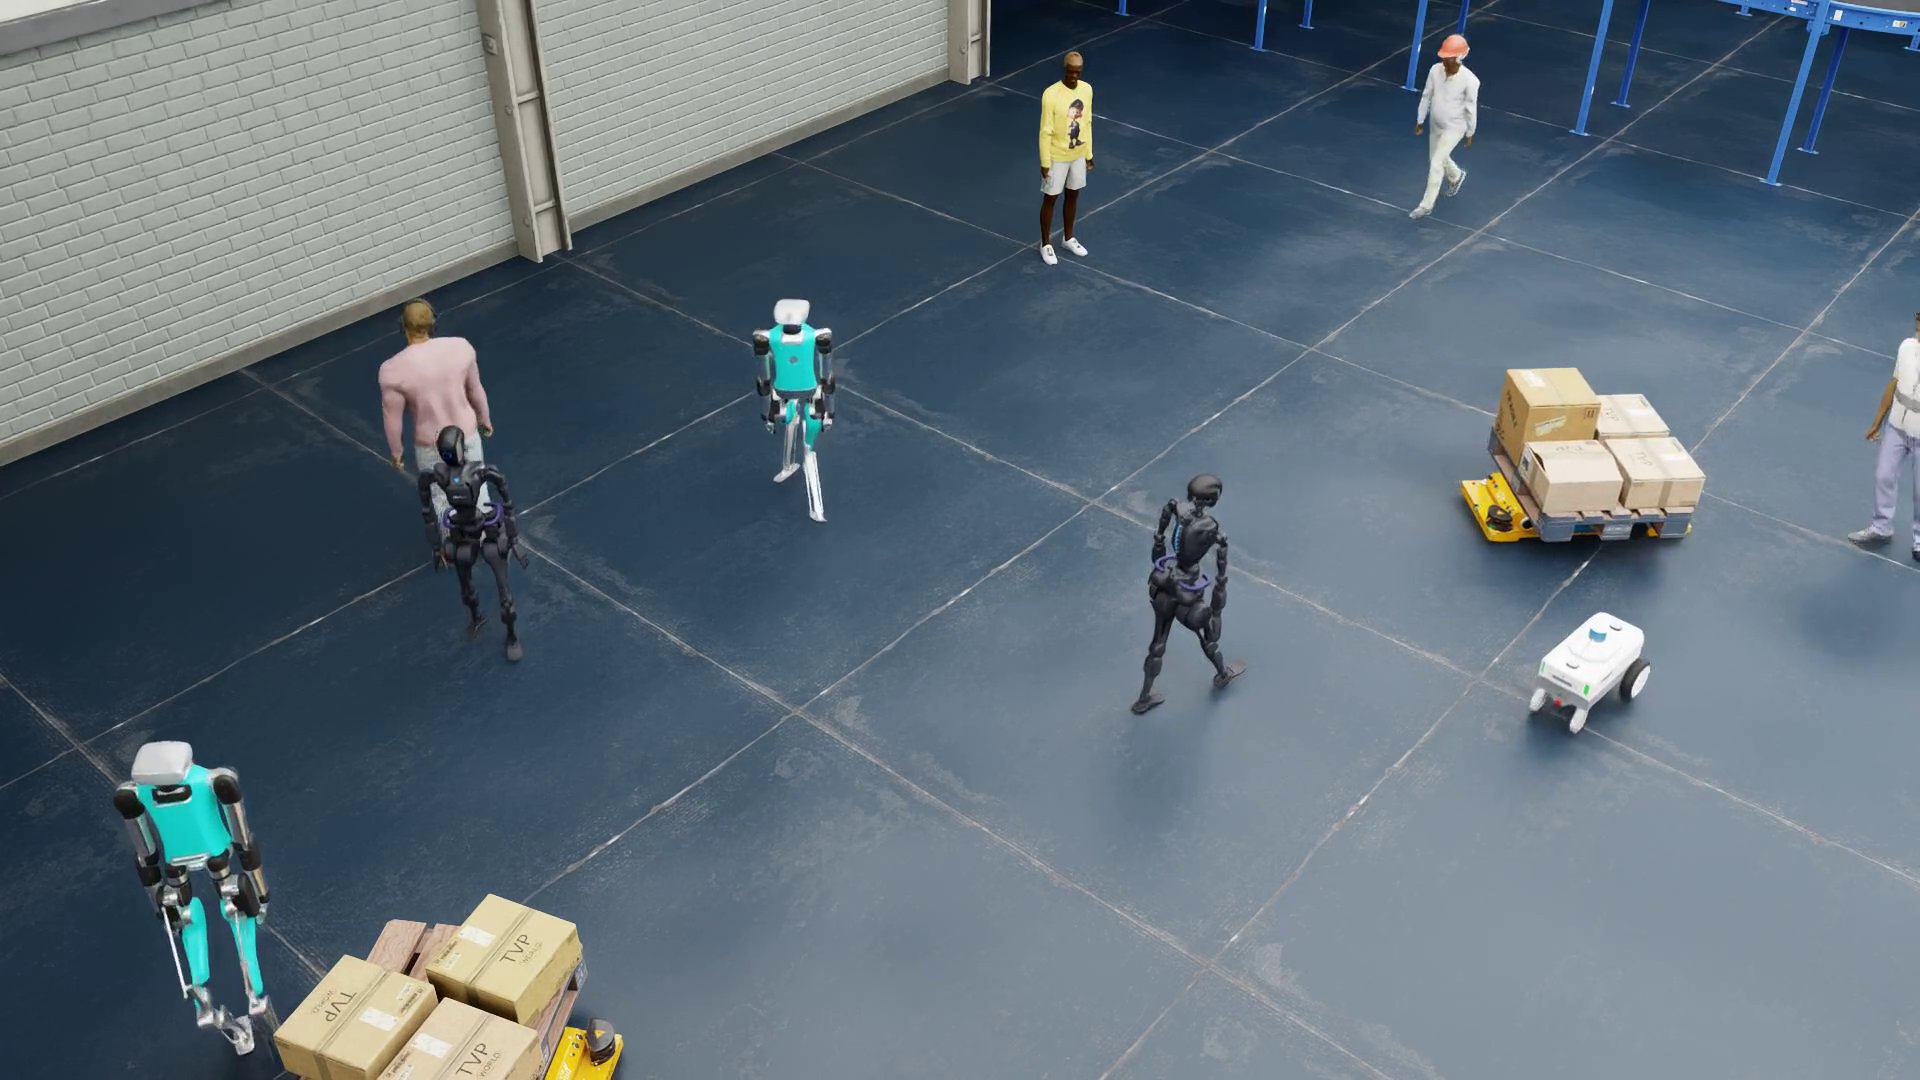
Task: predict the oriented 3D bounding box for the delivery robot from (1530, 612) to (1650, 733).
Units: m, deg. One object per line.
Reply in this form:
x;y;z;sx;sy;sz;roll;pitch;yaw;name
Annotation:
3.814;0.752;10.071;0.769;0.577;0.499;-29;45;-34;delivery robot

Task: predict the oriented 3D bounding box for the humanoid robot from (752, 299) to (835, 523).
-1.120;-0.987;11.507;0.530;1.723;1.007;-2;36;-3;humanoid robot

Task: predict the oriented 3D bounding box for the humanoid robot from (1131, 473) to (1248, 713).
1.364;0.262;9.842;0.773;1.624;0.615;-25;42;-31;humanoid robot

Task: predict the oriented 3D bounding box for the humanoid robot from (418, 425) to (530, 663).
-2.958;-0.011;10.193;0.589;1.641;0.544;-4;36;-5;humanoid robot

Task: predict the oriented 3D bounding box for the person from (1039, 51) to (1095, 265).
0.938;-3.401;14.759;0.542;1.900;0.373;-19;40;-24;person

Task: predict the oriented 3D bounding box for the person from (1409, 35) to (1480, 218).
4.621;-3.940;15.673;0.765;1.719;0.573;-19;40;-25;person

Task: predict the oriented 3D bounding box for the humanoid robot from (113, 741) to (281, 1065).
-3.450;1.830;7.638;0.532;1.884;0.774;-7;36;-10;humanoid robot

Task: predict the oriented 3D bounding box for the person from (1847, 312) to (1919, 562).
6.404;-0.665;10.999;0.400;1.803;0.769;-18;39;-24;person

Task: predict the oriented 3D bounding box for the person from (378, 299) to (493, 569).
-3.387;-0.674;10.912;0.706;1.922;0.411;-21;40;-27;person

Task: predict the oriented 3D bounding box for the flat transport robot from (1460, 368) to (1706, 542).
4.351;-0.268;11.763;1.431;0.231;0.659;-2;36;-3;flat transport robot

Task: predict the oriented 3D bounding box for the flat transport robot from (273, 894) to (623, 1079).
-2.386;2.508;7.866;1.431;0.231;0.659;5;36;7;flat transport robot
